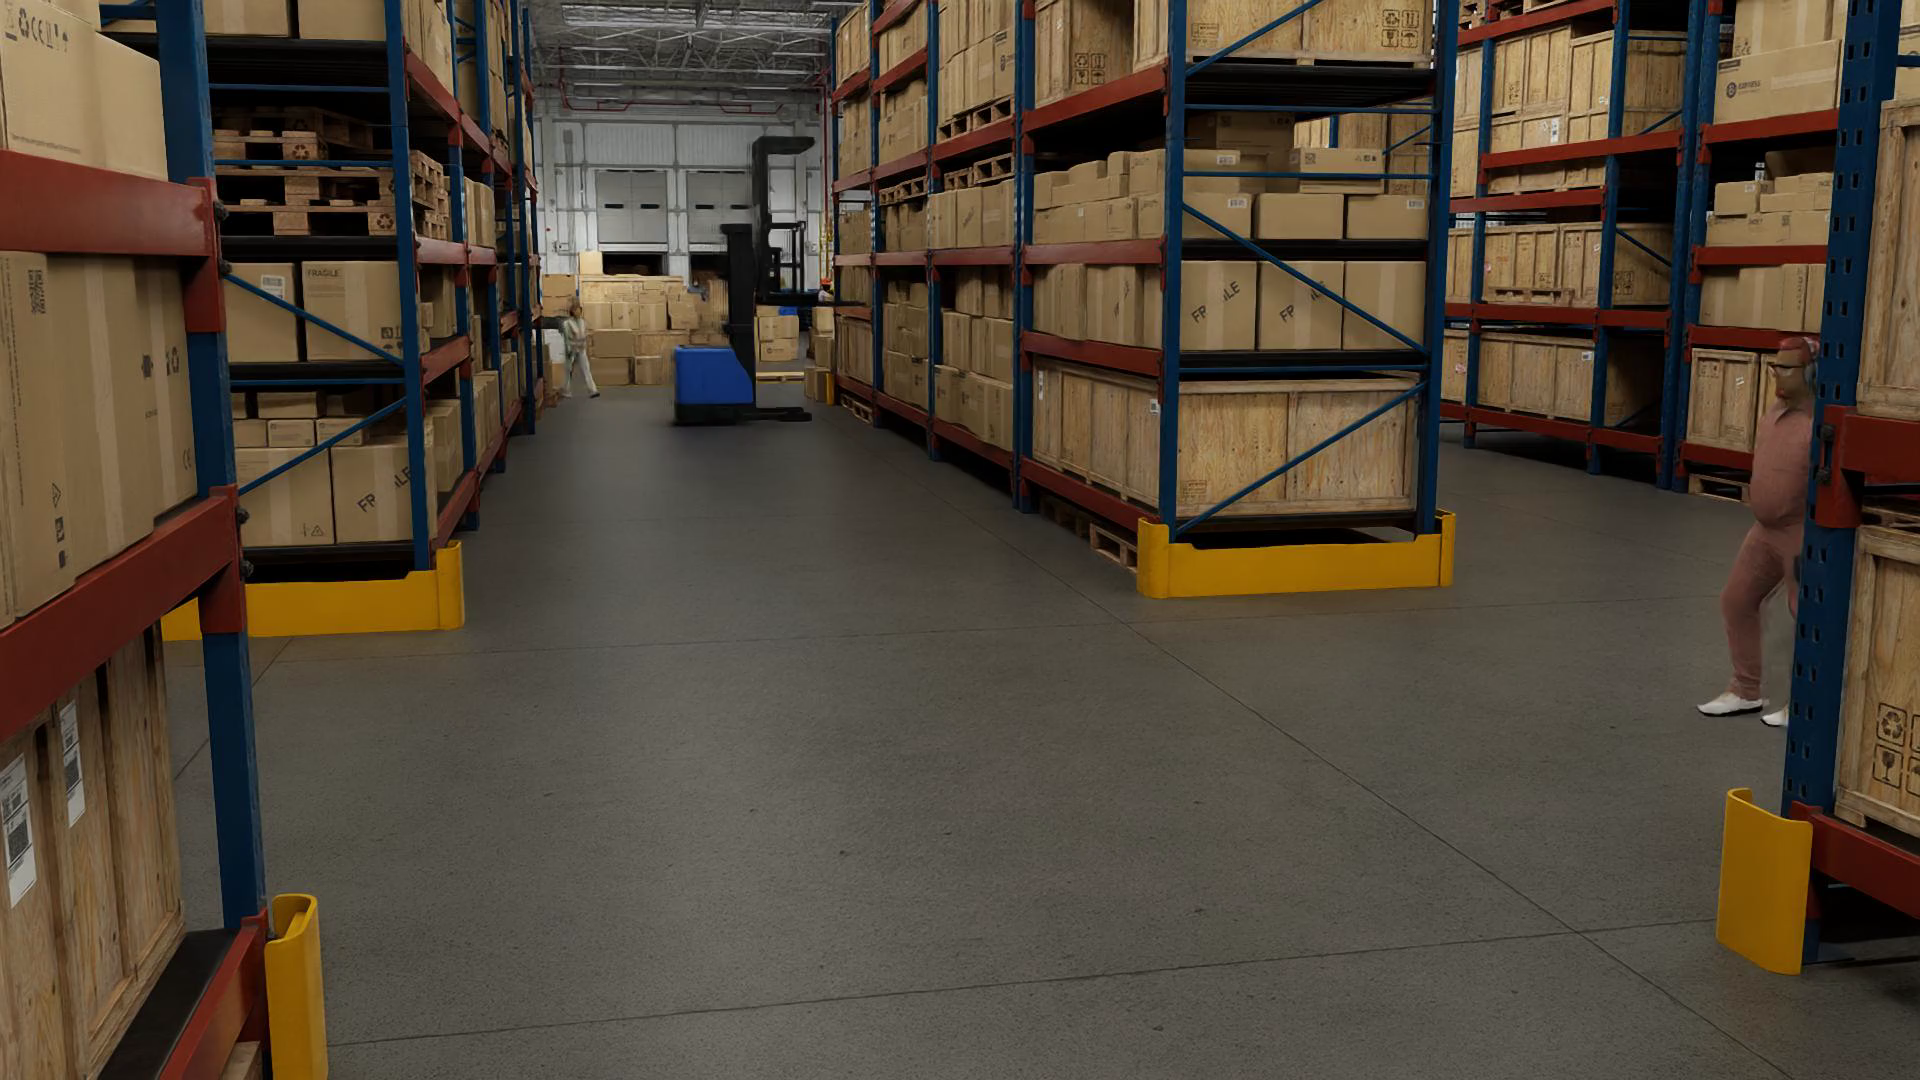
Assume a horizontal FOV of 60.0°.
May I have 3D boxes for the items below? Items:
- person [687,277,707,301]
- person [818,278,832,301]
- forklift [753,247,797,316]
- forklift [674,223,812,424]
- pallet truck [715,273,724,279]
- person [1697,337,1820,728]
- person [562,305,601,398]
[{"bbox_3d":[-8.078,-7.107,51.031,0.639,1.932,0.364,-1,9,-4],"label":"person"},{"bbox_3d":[-3.559,-5.978,44.121,0.361,1.940,0.543,2,10,12],"label":"person"},{"bbox_3d":[-5.884,-7.530,50.722,1.129,2.768,1.873,-7,12,-38],"label":"forklift"},{"bbox_3d":[-3.133,-3.090,23.660,1.873,2.768,1.129,-2,10,-12],"label":"forklift"},{"bbox_3d":[-8.580,-8.986,62.280,1.885,1.965,0.823,1,9,5],"label":"pallet truck"},{"bbox_3d":[3.893,-0.022,7.963,0.689,1.883,0.680,-1,9,-5],"label":"person"},{"bbox_3d":[-6.486,-3.185,28.166,0.878,1.580,0.528,8,12,40],"label":"person"}]
